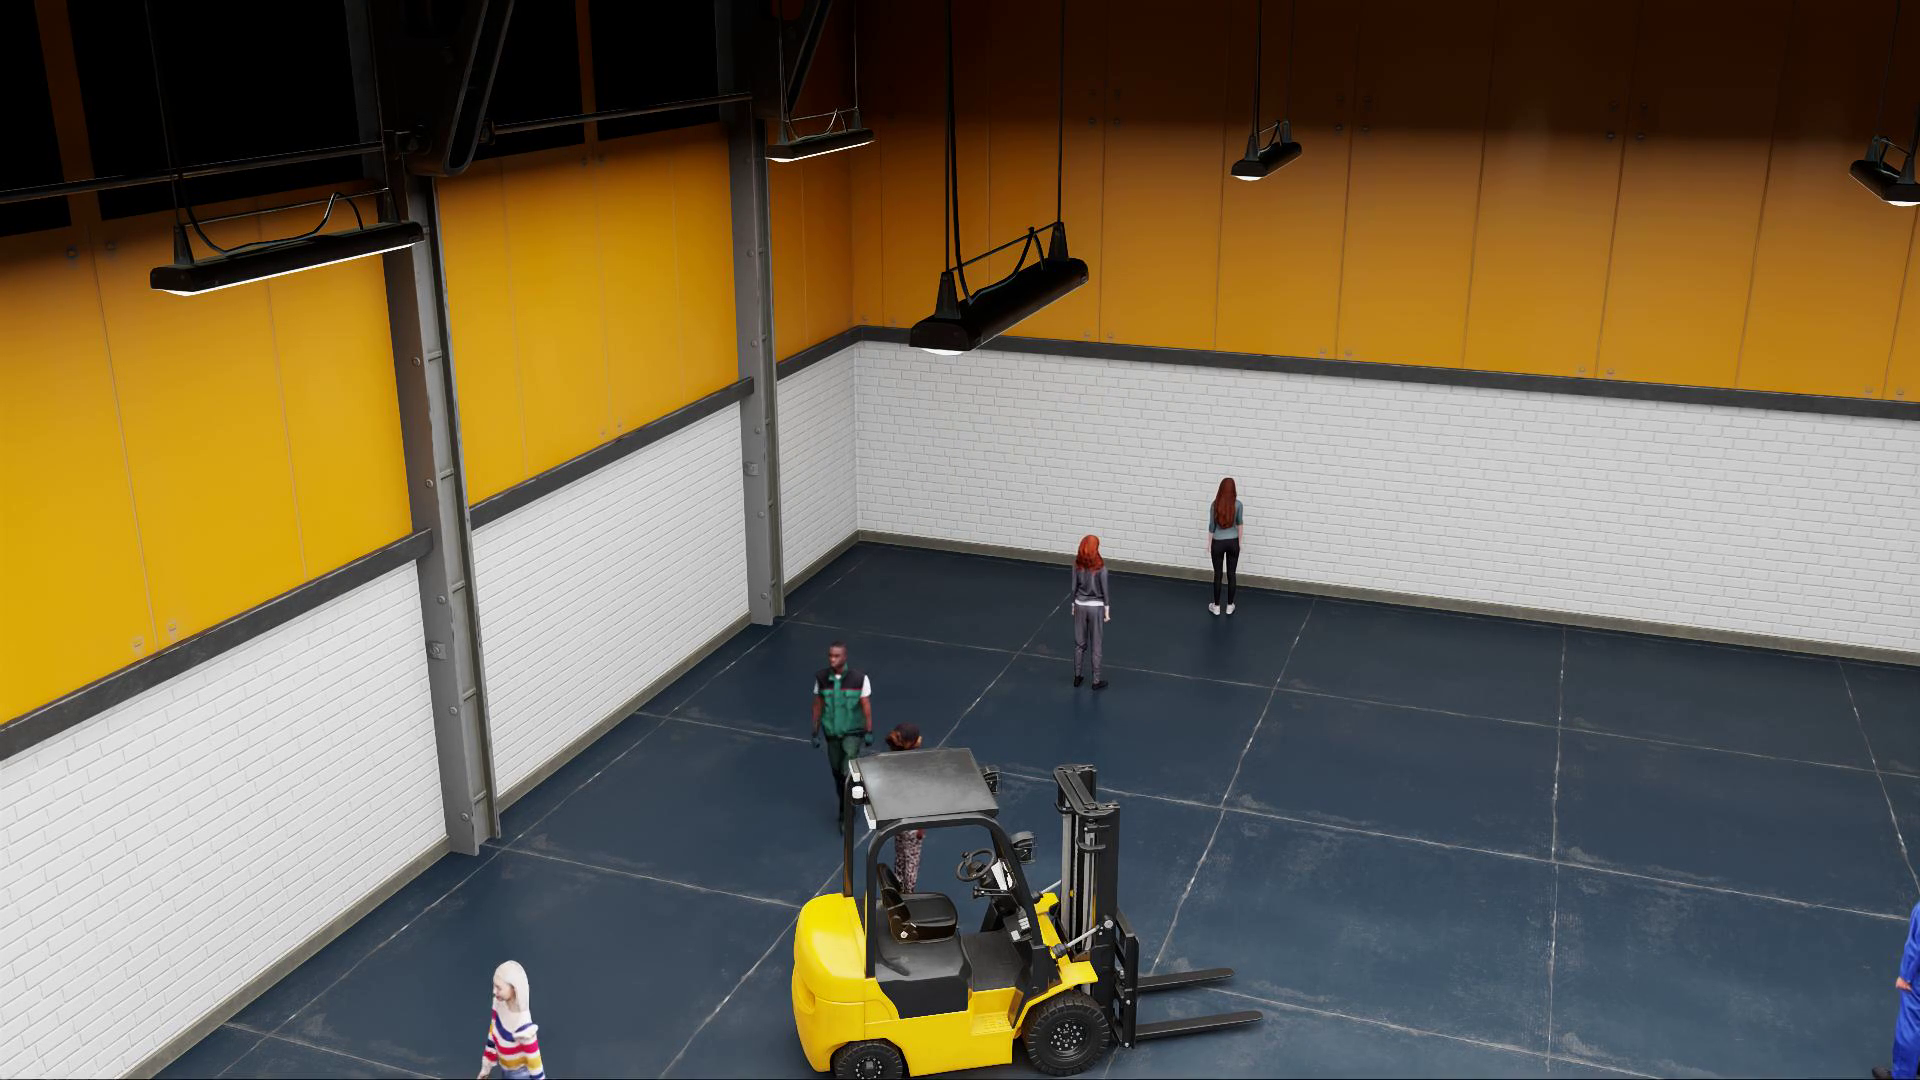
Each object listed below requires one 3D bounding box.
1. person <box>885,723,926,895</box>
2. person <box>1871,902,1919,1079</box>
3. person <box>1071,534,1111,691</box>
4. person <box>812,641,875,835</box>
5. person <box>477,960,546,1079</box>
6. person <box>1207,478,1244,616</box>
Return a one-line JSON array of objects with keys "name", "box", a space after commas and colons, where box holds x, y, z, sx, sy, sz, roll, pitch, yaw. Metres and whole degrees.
[{"name": "person", "box": [-0.434, 2.308, 13.875, 0.734, 1.714, 0.669, -8, 20, -21]}, {"name": "person", "box": [6.798, 3.011, 11.614, 0.778, 1.825, 0.823, -8, 20, -21]}, {"name": "person", "box": [1.425, 0.783, 18.300, 0.610, 1.780, 0.531, 9, 21, 26]}, {"name": "person", "box": [-1.053, 1.752, 15.359, 0.742, 1.822, 0.830, 5, 19, 14]}, {"name": "person", "box": [-2.673, 3.412, 10.519, 1.238, 1.765, 1.129, -11, 21, -29]}, {"name": "person", "box": [3.265, 0.069, 20.479, 0.657, 1.743, 0.651, 0, 19, 0]}]
